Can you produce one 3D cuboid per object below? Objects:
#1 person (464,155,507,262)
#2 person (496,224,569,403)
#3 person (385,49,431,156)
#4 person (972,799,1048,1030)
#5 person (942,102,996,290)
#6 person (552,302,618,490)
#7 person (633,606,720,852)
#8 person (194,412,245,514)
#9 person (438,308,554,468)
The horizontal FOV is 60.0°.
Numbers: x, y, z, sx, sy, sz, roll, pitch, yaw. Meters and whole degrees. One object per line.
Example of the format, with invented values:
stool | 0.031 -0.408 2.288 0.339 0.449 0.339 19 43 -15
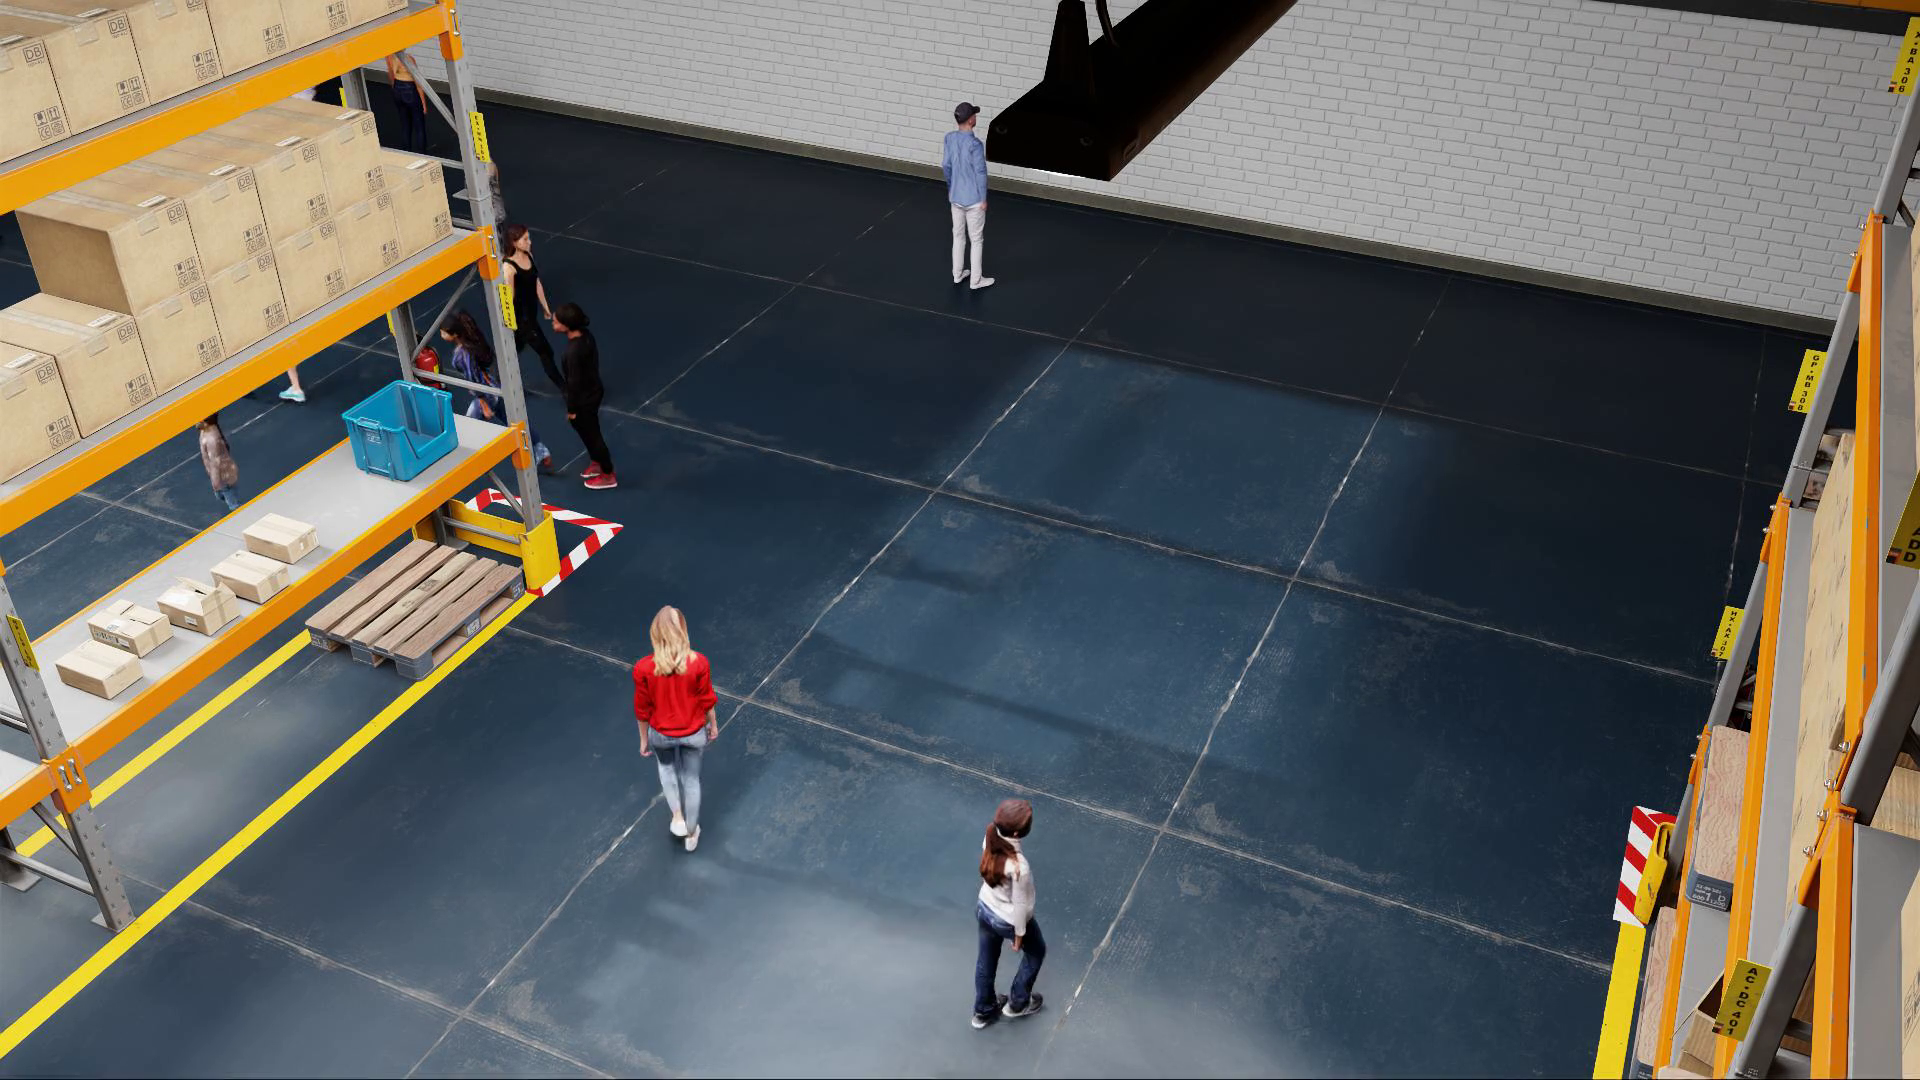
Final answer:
person | -4.487 -3.063 16.115 0.712 1.685 0.714 20 39 28
person | -3.860 -1.944 14.476 0.861 1.637 1.139 6 34 9
person | -6.381 -5.097 19.229 0.574 1.627 0.495 13 36 19
person | 0.167 1.989 8.645 0.638 1.541 0.712 28 43 35
person | 0.075 -3.409 16.453 0.709 1.888 0.666 25 41 33
person | -2.889 -1.136 13.240 0.756 1.659 0.633 2 34 4
person | -1.651 1.178 9.730 0.742 1.690 0.768 -6 34 -8
person | -5.616 -0.544 12.774 0.667 1.189 0.610 -13 36 -18
person | -3.720 -1.118 13.311 1.162 1.550 1.174 -6 34 -9
